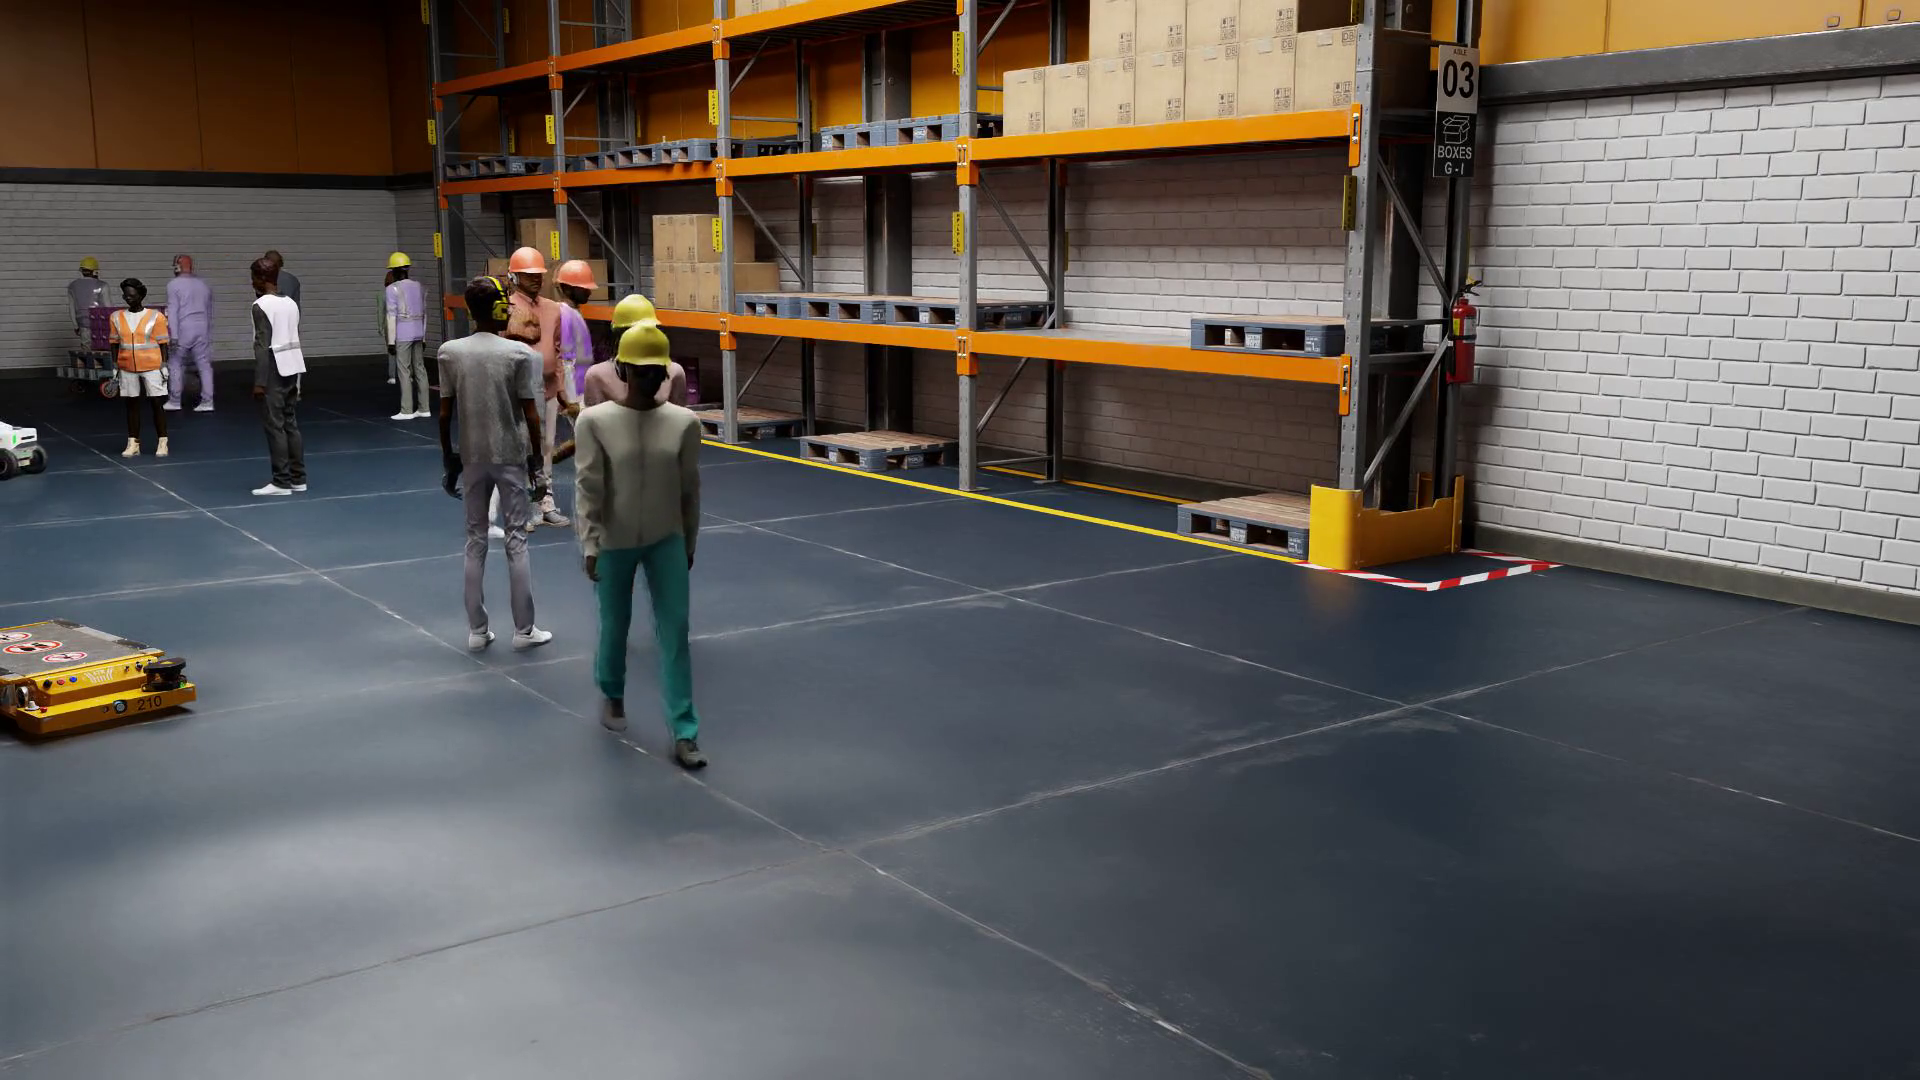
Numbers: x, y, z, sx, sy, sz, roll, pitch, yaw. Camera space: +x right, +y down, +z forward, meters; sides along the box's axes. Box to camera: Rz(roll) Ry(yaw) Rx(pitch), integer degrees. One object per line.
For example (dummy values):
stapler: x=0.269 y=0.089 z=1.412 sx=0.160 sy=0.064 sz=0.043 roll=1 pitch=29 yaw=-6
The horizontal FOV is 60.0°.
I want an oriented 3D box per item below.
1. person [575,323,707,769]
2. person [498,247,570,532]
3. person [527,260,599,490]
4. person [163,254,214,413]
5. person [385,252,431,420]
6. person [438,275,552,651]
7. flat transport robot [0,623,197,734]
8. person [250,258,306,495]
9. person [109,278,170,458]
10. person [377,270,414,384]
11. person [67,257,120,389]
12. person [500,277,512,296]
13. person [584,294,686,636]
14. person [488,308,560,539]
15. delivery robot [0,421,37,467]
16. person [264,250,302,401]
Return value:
person: x=-1.280 y=-0.006 z=6.643 sx=0.526 sy=1.721 sz=0.919 roll=-4 pitch=11 yaw=-22
person: x=-3.019 y=-1.055 z=11.727 sx=0.389 sy=1.992 sz=0.625 roll=8 pitch=13 yaw=36
person: x=-2.914 y=-1.124 z=12.372 sx=0.699 sy=1.907 sz=0.553 roll=0 pitch=10 yaw=-1
person: x=-9.311 y=-2.464 z=19.922 sx=0.817 sy=1.878 sz=0.679 roll=5 pitch=11 yaw=25
person: x=-6.379 y=-2.341 z=19.153 sx=0.397 sy=1.918 sz=0.588 roll=5 pitch=11 yaw=25
person: x=-2.313 y=-0.372 z=8.262 sx=0.538 sy=1.866 sz=0.313 roll=1 pitch=10 yaw=5
flat transport robot: x=-4.074 y=0.579 z=7.404 sx=1.431 sy=0.197 sz=0.652 roll=8 pitch=13 yaw=38
person: x=-5.514 y=-1.304 z=13.452 sx=0.411 sy=1.883 sz=0.600 roll=0 pitch=10 yaw=3
person: x=-7.754 y=-1.622 z=15.735 sx=0.541 sy=1.695 sz=0.315 roll=-1 pitch=10 yaw=-7
person: x=-8.154 y=-3.074 z=24.051 sx=0.507 sy=1.631 sz=0.276 roll=-5 pitch=11 yaw=-25
person: x=-12.086 y=-3.023 z=23.204 sx=0.591 sy=1.833 sz=0.404 roll=0 pitch=10 yaw=1
person: x=-5.403 y=-2.277 z=19.612 sx=0.501 sy=1.627 sz=0.285 roll=-10 pitch=14 yaw=-43
person: x=-1.603 y=-0.335 z=8.328 sx=0.533 sy=1.770 sz=0.304 roll=-5 pitch=11 yaw=-26
person: x=-3.091 y=-0.823 z=11.612 sx=0.509 sy=1.578 sz=0.838 roll=8 pitch=13 yaw=37
delivery robot: x=-8.401 y=-0.859 z=14.398 sx=0.707 sy=0.478 sz=0.477 roll=1 pitch=10 yaw=5
person: x=-8.698 y=-2.724 z=21.245 sx=0.355 sy=1.934 sz=0.637 roll=5 pitch=11 yaw=27
